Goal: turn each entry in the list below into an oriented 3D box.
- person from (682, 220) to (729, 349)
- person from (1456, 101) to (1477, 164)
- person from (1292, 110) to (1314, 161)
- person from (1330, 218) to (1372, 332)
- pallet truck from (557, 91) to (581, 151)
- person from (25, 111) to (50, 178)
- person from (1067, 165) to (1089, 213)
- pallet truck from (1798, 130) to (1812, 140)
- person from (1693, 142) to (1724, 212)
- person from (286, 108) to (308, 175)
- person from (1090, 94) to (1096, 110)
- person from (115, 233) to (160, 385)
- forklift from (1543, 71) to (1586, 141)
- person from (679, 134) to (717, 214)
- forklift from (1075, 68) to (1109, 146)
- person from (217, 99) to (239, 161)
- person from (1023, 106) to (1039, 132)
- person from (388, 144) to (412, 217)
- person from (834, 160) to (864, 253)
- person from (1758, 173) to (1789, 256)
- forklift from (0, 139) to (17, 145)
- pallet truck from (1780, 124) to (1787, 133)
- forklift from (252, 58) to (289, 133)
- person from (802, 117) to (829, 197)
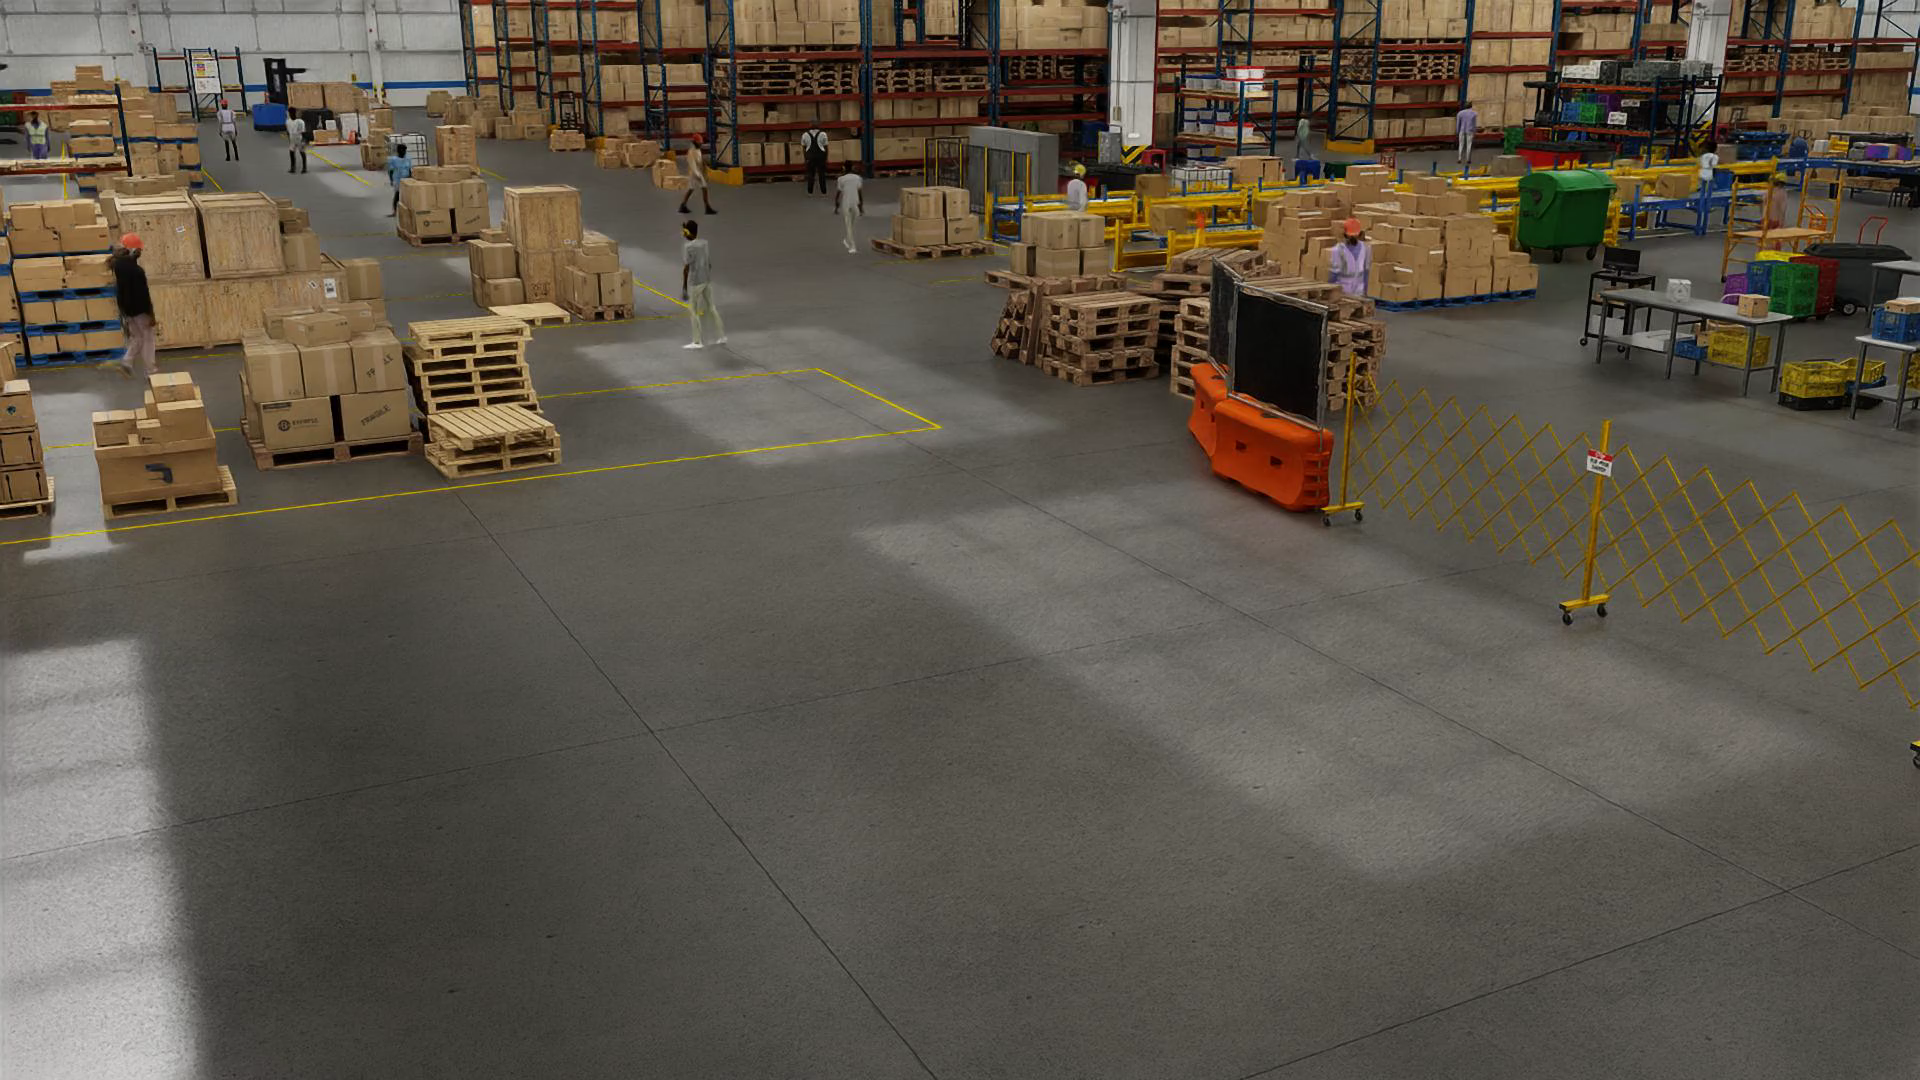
[{"bbox_3d":[-3.705,-3.670,23.941,0.528,1.849,0.716,13,22,36],"label":"person"},{"bbox_3d":[15.932,-12.831,52.352,0.627,1.941,0.370,7,19,21],"label":"person"},{"bbox_3d":[11.003,-12.883,53.061,0.748,1.595,0.516,13,22,35],"label":"person"},{"bbox_3d":[5.424,-3.544,23.340,0.635,1.997,0.998,-4,18,-14],"label":"person"},{"bbox_3d":[-13.495,-14.412,57.188,0.823,1.965,1.885,-3,18,-9],"label":"pallet truck"},{"bbox_3d":[-26.595,-11.425,48.022,0.604,1.906,0.626,-7,19,-22],"label":"person"},{"bbox_3d":[2.405,-6.451,32.676,0.776,1.799,0.632,-10,20,-28],"label":"person"},{"bbox_3d":[25.526,-11.556,49.408,1.630,1.274,0.653,-9,20,-26],"label":"pallet truck"},{"bbox_3d":[18.046,-8.712,39.942,0.817,1.657,0.557,-7,19,-20],"label":"person"},{"bbox_3d":[-19.547,-11.720,48.891,0.623,1.924,0.904,2,18,6],"label":"person"},{"bbox_3d":[5.681,-17.884,68.244,0.658,1.854,0.975,-7,19,-21],"label":"person"},{"bbox_3d":[-10.671,-2.979,21.565,0.647,1.981,0.514,13,22,36],"label":"person"},{"bbox_3d":[18.685,-13.231,52.085,1.873,2.768,1.129,-9,20,-26],"label":"forklift"},{"bbox_3d":[-6.313,-8.703,39.572,0.950,1.892,0.532,8,20,24],"label":"person"},{"bbox_3d":[4.826,-14.215,55.150,1.873,2.768,1.129,-9,20,-26],"label":"forklift"},{"bbox_3d":[-23.485,-13.149,53.344,0.542,1.939,0.361,-11,21,-31],"label":"person"},{"bbox_3d":[2.273,-13.092,53.556,0.535,1.697,0.322,7,19,20],"label":"person"},{"bbox_3d":[-13.258,-8.484,39.240,0.321,1.670,0.750,15,23,39],"label":"person"},{"bbox_3d":[-2.271,-6.725,33.505,0.540,1.817,0.973,-8,19,-23],"label":"person"},{"bbox_3d":[15.572,-6.120,31.751,0.658,1.746,0.527,-11,21,-30],"label":"person"},{"bbox_3d":[-34.811,-15.426,58.927,1.873,2.768,1.129,-13,22,-35],"label":"forklift"},{"bbox_3d":[25.206,-12.542,52.601,1.601,1.201,0.680,0,18,-2],"label":"pallet truck"},{"bbox_3d":[-26.855,-17.520,65.455,1.129,2.768,1.873,10,20,28],"label":"forklift"},{"bbox_3d":[-3.737,-9.924,43.128,0.683,2.000,0.538,1,18,2],"label":"person"}]
